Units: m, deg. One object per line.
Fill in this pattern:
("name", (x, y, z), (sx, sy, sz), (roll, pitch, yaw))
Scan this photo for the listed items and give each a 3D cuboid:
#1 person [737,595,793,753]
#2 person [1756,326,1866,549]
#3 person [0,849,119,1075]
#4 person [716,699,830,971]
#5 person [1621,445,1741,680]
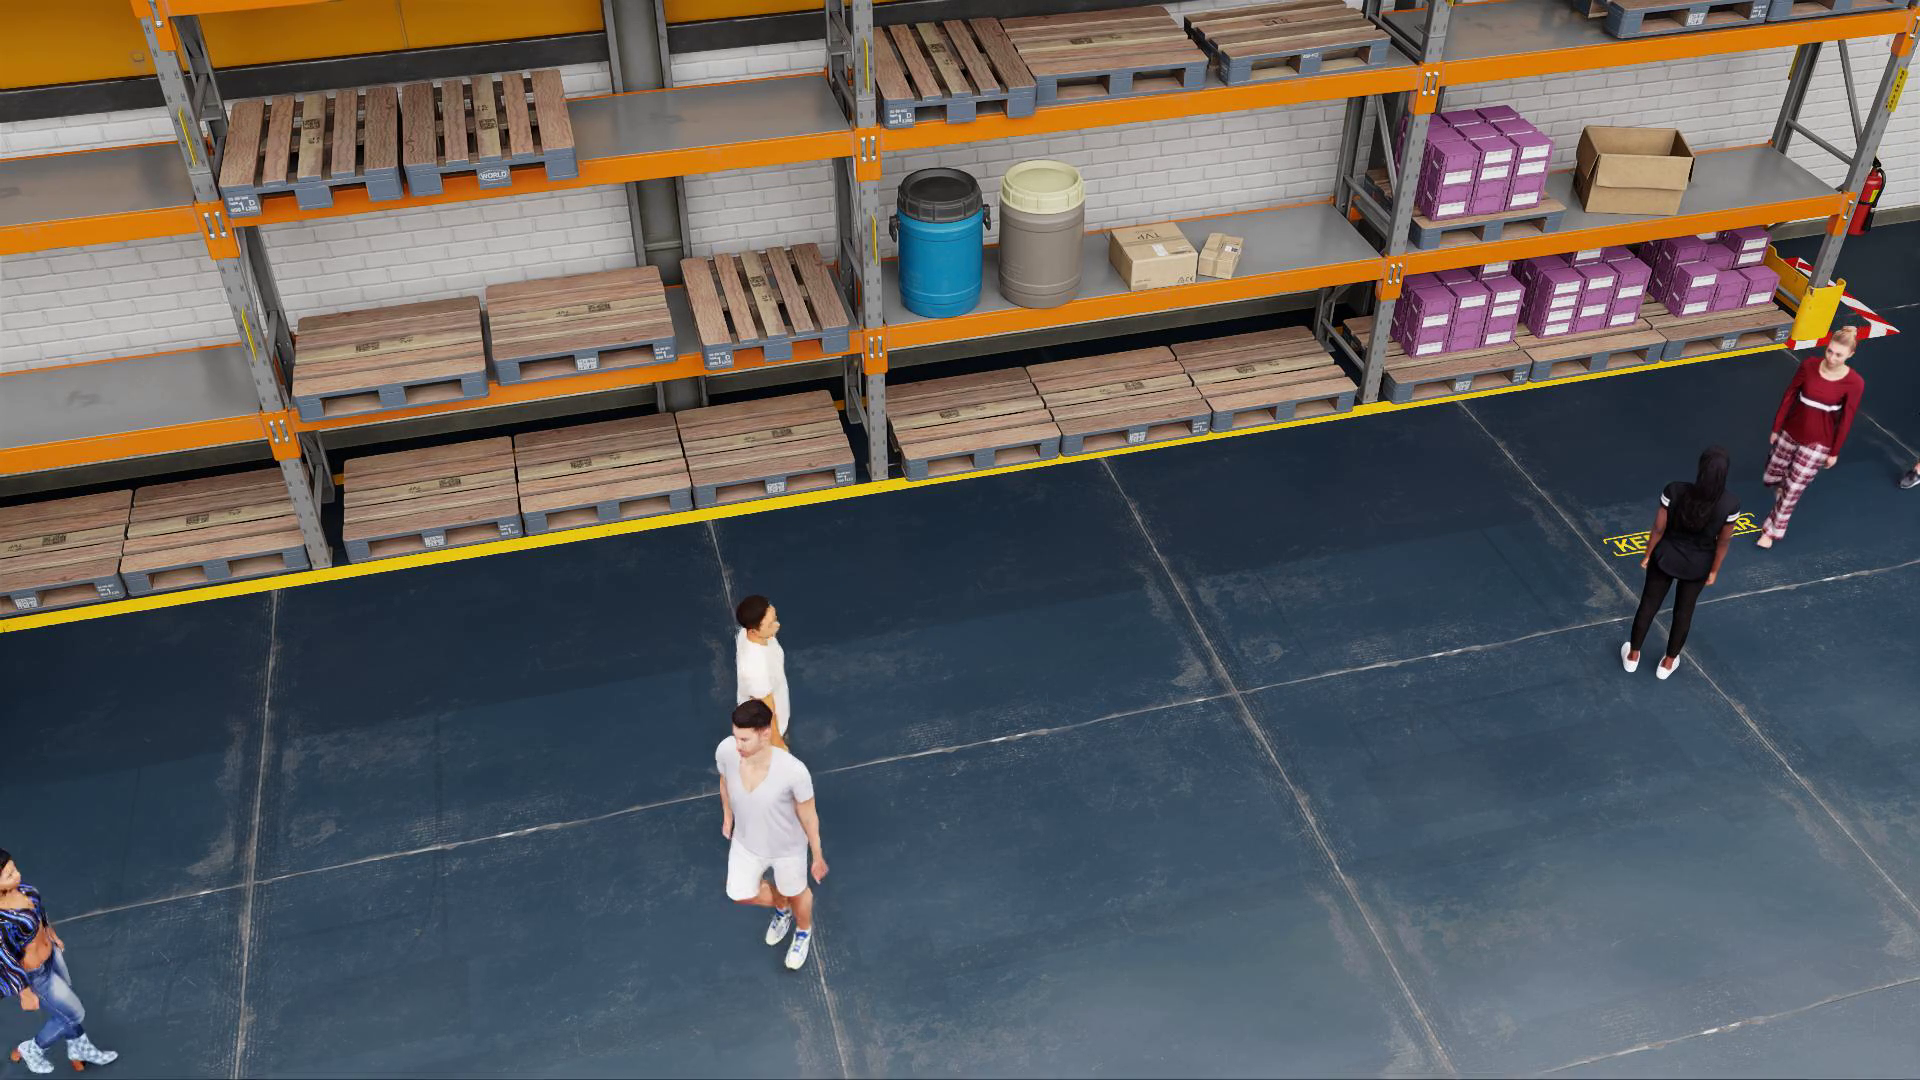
("person", (-1.091, 0.988, 9.206), (0.584, 1.799, 0.686), (-9, 39, -11))
("person", (5.849, -0.733, 11.441), (0.859, 1.689, 0.956), (28, 47, 31))
("person", (-4.522, 2.069, 7.995), (0.658, 1.612, 0.627), (-10, 40, -12))
("person", (-0.948, 1.457, 8.582), (0.888, 1.834, 0.980), (12, 40, 15))
("person", (4.472, 0.135, 10.312), (0.699, 1.742, 0.773), (16, 41, 19))
